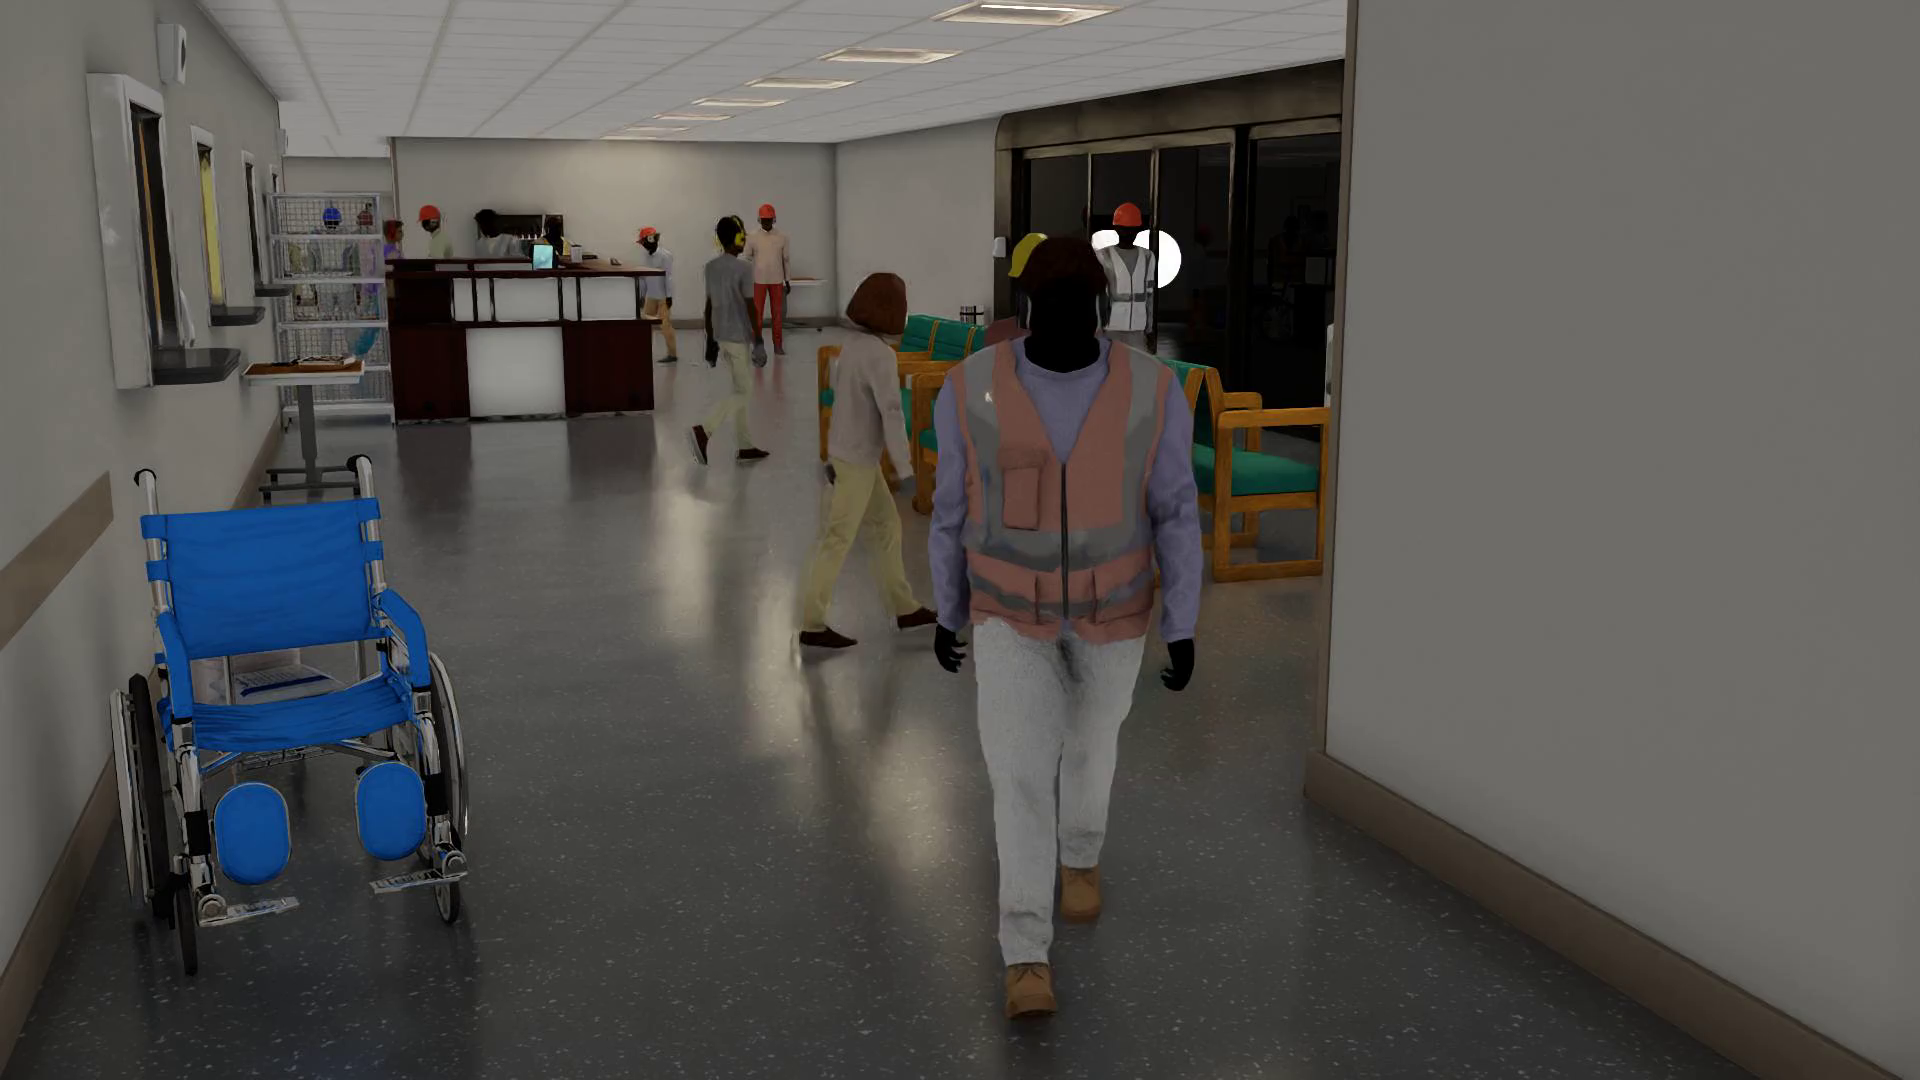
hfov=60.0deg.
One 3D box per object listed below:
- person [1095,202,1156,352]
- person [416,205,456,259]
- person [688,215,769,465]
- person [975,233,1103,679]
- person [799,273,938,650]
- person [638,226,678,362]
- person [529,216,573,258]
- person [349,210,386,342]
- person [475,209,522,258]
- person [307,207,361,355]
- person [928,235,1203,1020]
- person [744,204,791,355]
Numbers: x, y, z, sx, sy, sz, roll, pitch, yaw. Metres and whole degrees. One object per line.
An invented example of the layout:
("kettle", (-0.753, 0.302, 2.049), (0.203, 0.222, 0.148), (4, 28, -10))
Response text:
("person", (1.324, -1.721, 13.343), (0.548, 1.937, 0.379), (-4, 12, -18))
("person", (-6.522, -3.166, 20.694), (0.777, 1.953, 0.634), (-5, 12, -23))
("person", (-1.712, -1.468, 12.294), (0.770, 1.847, 0.523), (-11, 15, -44))
("person", (0.302, -0.300, 6.493), (0.522, 1.768, 0.312), (5, 12, 24))
("person", (-0.344, -0.324, 7.052), (0.792, 1.587, 0.509), (-3, 12, -17))
("person", (-3.854, -3.082, 20.931), (0.572, 1.710, 0.494), (11, 15, 43))
("person", (-4.986, -3.068, 20.529), (0.430, 1.837, 0.627), (10, 15, 42))
("person", (-8.072, -3.543, 22.759), (0.651, 1.911, 0.410), (-2, 11, -9))
("person", (-5.689, -3.128, 20.623), (0.718, 1.917, 0.393), (5, 12, 24))
("person", (-7.496, -3.012, 19.977), (0.601, 1.938, 0.418), (-3, 11, -14))
("person", (0.250, 0.176, 4.006), (0.649, 1.786, 1.005), (0, 11, 0))
("person", (-2.546, -3.444, 22.039), (0.623, 1.989, 0.399), (-3, 11, -14))
